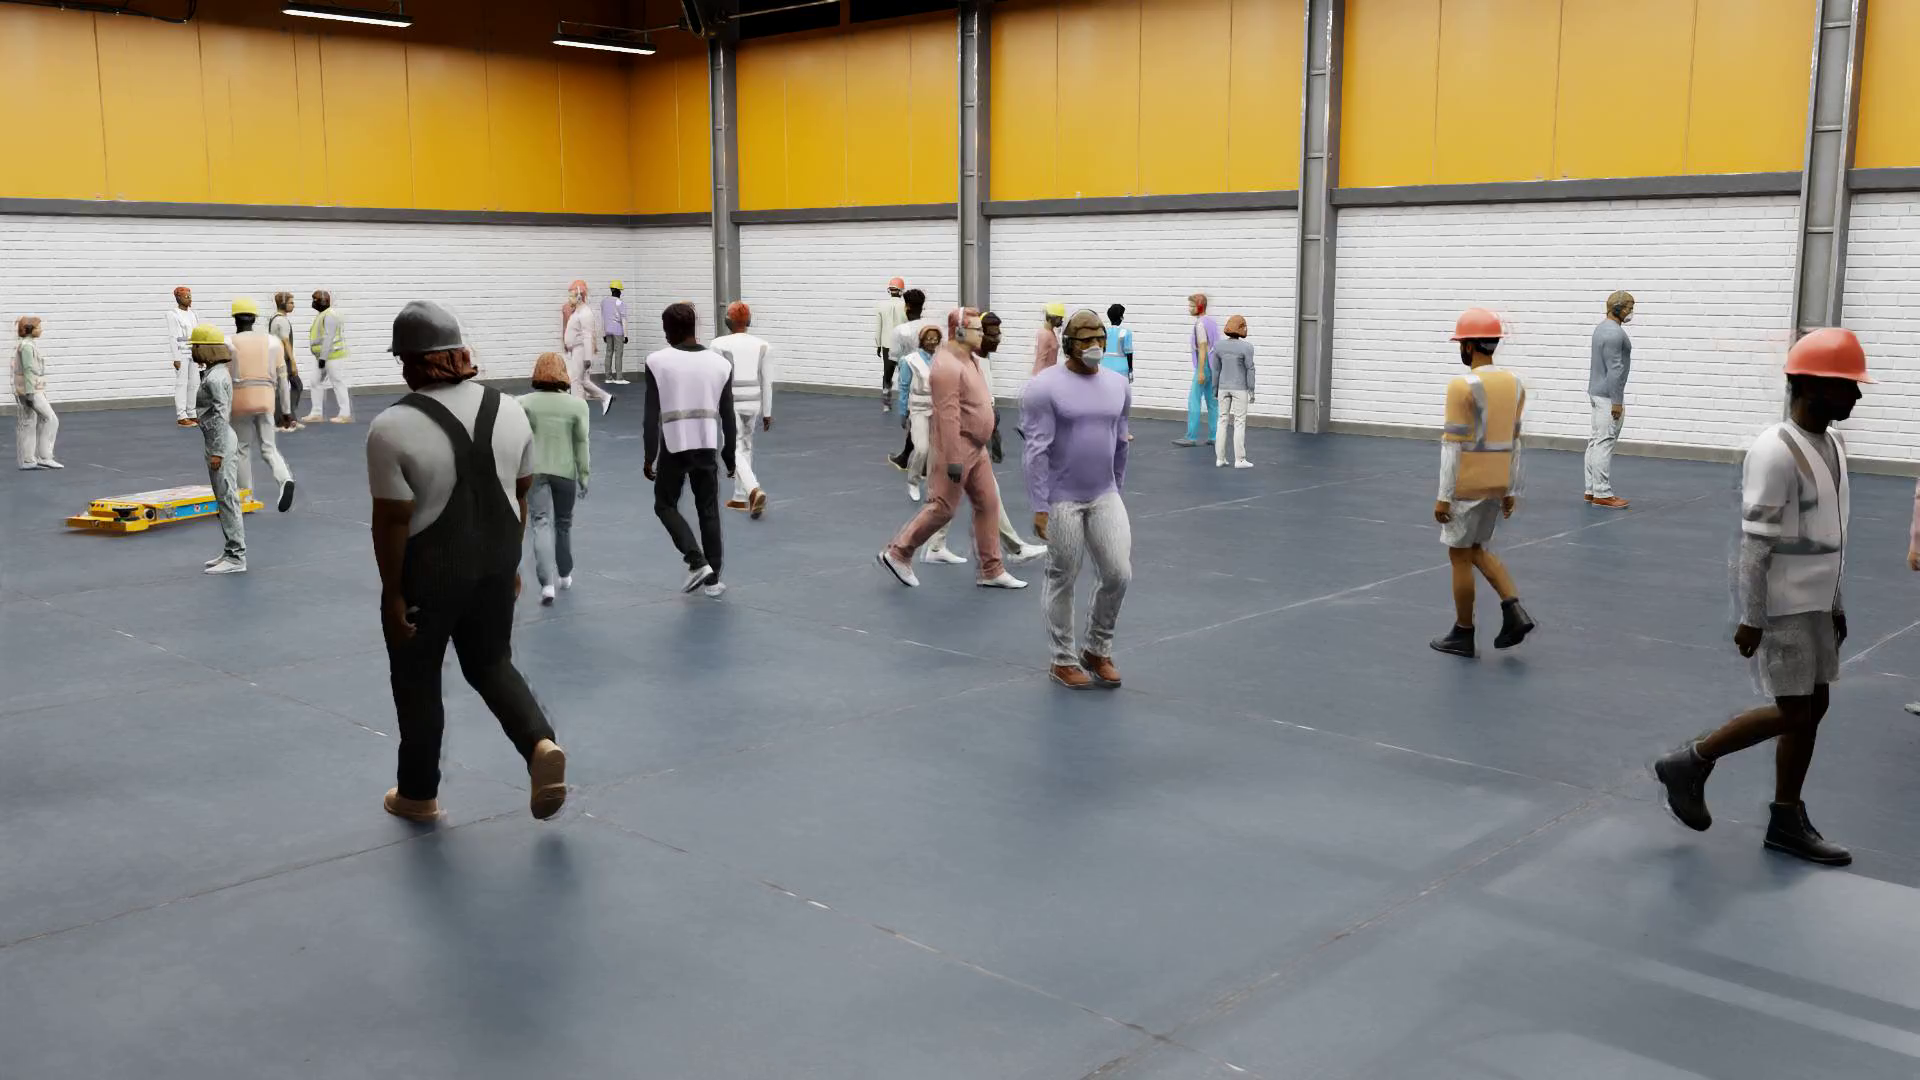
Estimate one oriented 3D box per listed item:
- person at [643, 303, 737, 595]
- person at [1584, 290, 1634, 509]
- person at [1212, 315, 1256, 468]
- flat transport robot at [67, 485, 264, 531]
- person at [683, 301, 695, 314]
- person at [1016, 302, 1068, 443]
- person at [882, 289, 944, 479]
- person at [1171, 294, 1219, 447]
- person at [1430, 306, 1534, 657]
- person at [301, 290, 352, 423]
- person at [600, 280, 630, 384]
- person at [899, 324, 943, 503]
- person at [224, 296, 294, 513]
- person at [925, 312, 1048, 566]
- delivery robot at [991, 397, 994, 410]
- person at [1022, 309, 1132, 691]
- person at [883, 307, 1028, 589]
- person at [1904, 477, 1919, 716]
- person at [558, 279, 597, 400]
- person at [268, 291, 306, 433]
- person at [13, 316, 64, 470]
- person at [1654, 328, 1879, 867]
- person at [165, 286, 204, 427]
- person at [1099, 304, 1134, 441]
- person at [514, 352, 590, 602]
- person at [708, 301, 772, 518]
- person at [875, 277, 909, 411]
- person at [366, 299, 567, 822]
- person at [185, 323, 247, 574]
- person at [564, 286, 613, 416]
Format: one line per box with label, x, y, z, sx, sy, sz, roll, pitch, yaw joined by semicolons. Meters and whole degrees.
person;-1.717;-0.564;10.692;0.682;1.900;0.414;-5;11;-29
person;5.785;-1.250;14.811;0.371;1.934;0.627;1;9;9
person;2.929;-1.586;17.783;0.509;1.632;0.268;8;12;40
flat transport robot;-6.640;-0.282;13.953;0.652;0.197;1.431;4;10;22
person;-4.261;-2.878;25.726;0.416;1.616;0.522;1;9;8
person;0.965;-1.891;19.327;0.556;1.740;0.555;3;10;16
person;-0.496;-1.591;16.940;0.630;1.909;0.987;-7;12;-36
person;2.855;-2.013;19.849;0.547;1.822;0.659;3;10;20
person;2.820;-0.297;9.020;0.542;1.923;0.480;-6;11;-34
person;-8.745;-2.496;22.768;0.761;1.819;0.621;-6;11;-34
person;-6.339;-3.823;30.632;0.585;1.919;0.388;5;11;28
person;-0.272;-1.116;14.915;0.533;1.623;0.372;-4;10;-23
person;-6.059;-1.144;14.295;0.629;1.896;0.740;-8;12;-39
person;0.188;-0.701;11.818;0.983;1.809;0.522;2;9;11
delivery robot;0.103;-1.808;22.155;0.707;0.478;0.477;7;12;37
person;0.611;-0.181;8.292;0.637;1.921;0.518;-4;10;-22
person;-0.044;-0.601;10.991;0.918;1.875;0.645;3;10;18
person;4.668;0.002;7.699;0.523;1.752;0.430;-2;9;-12
person;-6.114;-3.182;26.589;0.632;1.959;0.970;6;11;33
person;-8.684;-2.292;21.508;0.571;1.825;0.559;-5;11;-30
person;-9.689;-1.543;17.522;0.524;1.617;0.547;-5;11;-30
person;2.939;0.197;5.979;0.547;1.918;0.566;-8;12;-42
person;-10.427;-2.467;22.433;0.355;1.879;0.574;1;9;8
person;1.917;-2.066;20.534;0.532;1.696;0.318;7;11;36
person;-2.650;-0.414;10.744;0.516;1.593;0.847;-2;10;-14
person;-1.862;-1.117;14.277;0.578;1.858;0.875;-7;11;-35
person;-0.946;-2.901;24.736;0.625;1.992;0.386;2;9;12
person;-1.881;0.093;6.243;0.785;2.000;0.690;8;12;42
person;-5.210;-0.639;11.640;0.300;1.743;0.493;-4;10;-23
person;-5.254;-2.603;23.232;0.707;1.889;0.656;-3;10;-19
